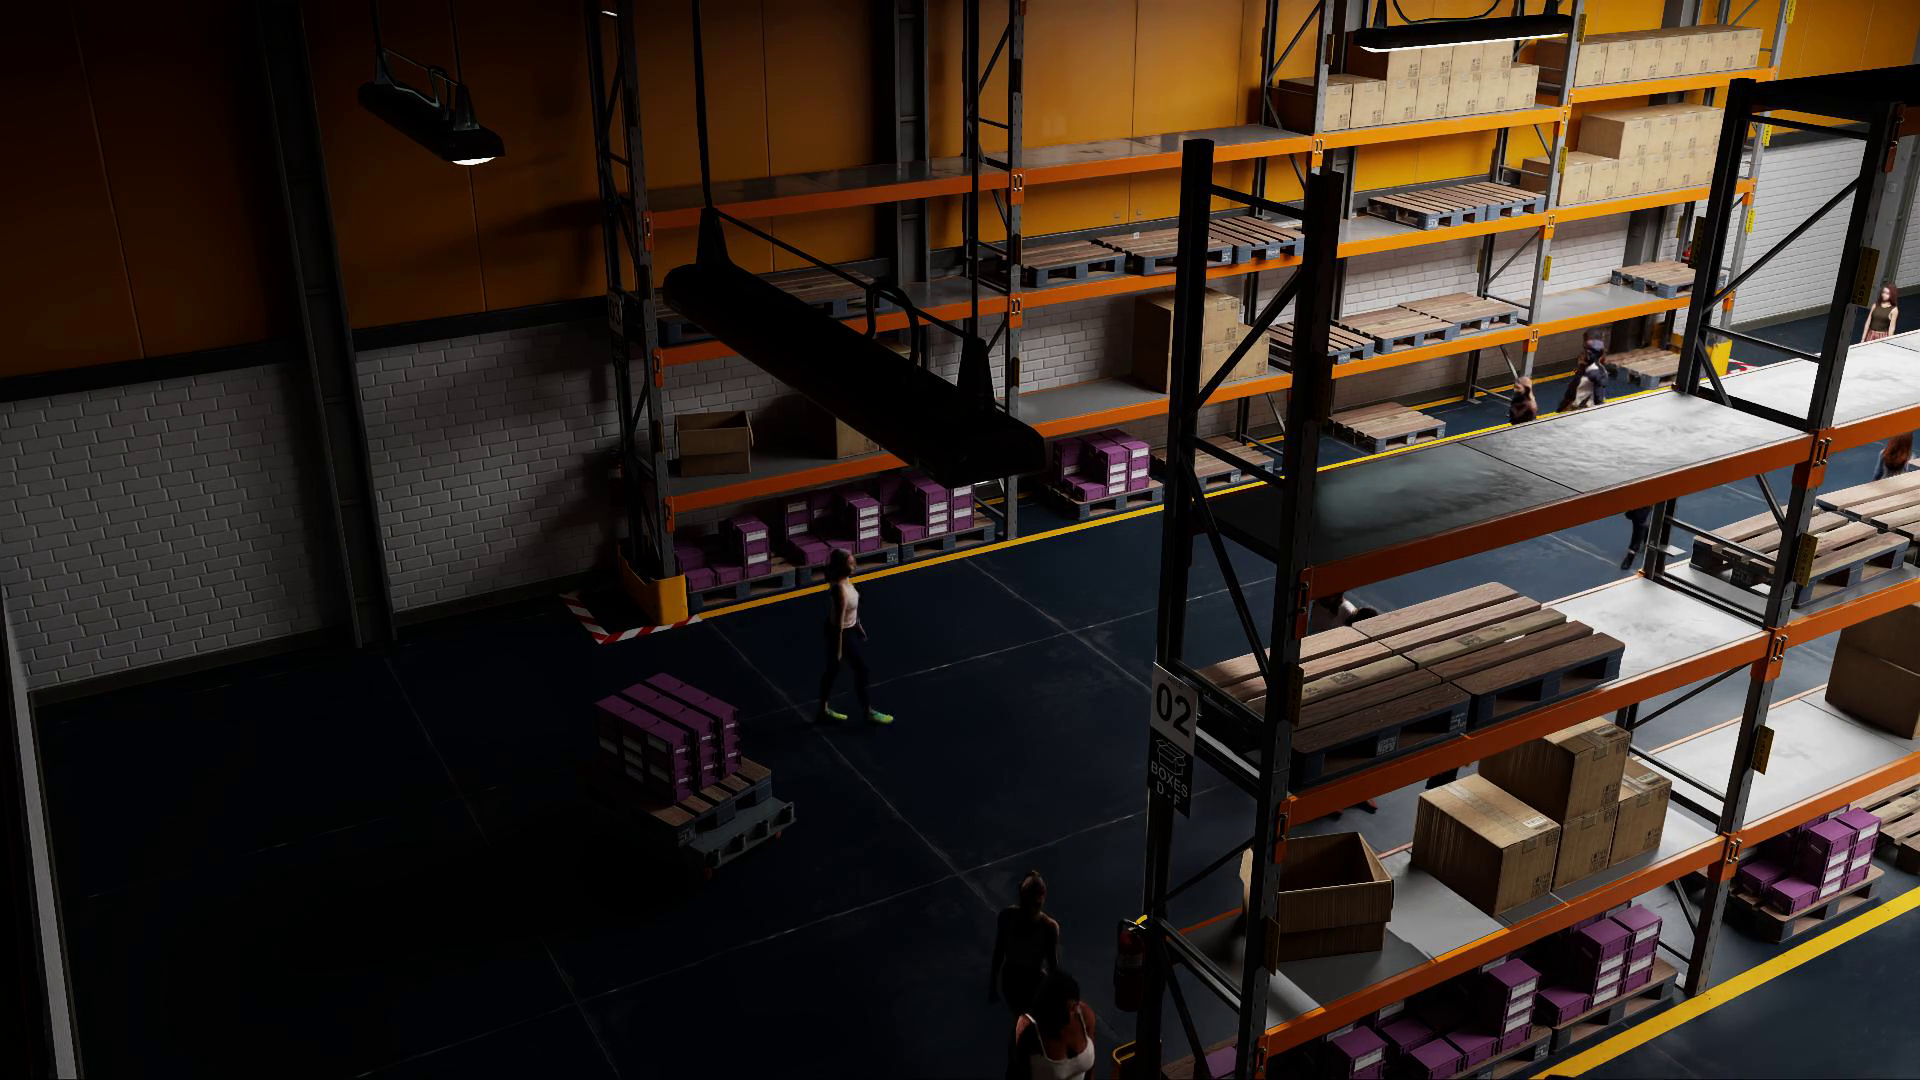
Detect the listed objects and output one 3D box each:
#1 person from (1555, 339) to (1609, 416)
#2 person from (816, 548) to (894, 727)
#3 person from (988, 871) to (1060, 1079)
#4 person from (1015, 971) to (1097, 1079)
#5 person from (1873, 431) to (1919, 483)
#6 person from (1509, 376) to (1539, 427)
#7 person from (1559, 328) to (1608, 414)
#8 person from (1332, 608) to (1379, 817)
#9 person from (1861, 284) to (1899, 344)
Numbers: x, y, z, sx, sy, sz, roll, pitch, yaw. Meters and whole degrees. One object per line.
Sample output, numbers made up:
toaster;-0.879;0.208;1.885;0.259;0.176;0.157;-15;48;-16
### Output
person;7.439;-1.438;19.540;1.326;1.834;1.118;1;24;2
person;-1.131;0.856;14.485;1.005;1.680;0.831;-2;24;-5
person;0.437;2.725;10.229;0.975;1.664;1.207;15;28;30
person;0.492;3.066;9.290;0.816;1.792;0.782;-10;25;-21
person;9.972;-0.494;17.834;0.655;1.472;0.671;21;31;40
person;6.438;-1.059;18.888;0.988;1.662;0.717;-8;25;-18
person;7.806;-1.752;20.460;1.249;1.672;1.203;6;24;14
person;3.174;1.345;13.274;0.600;1.754;0.761;-8;25;-17
person;12.646;-2.770;22.924;0.520;1.564;0.549;-14;27;-29
